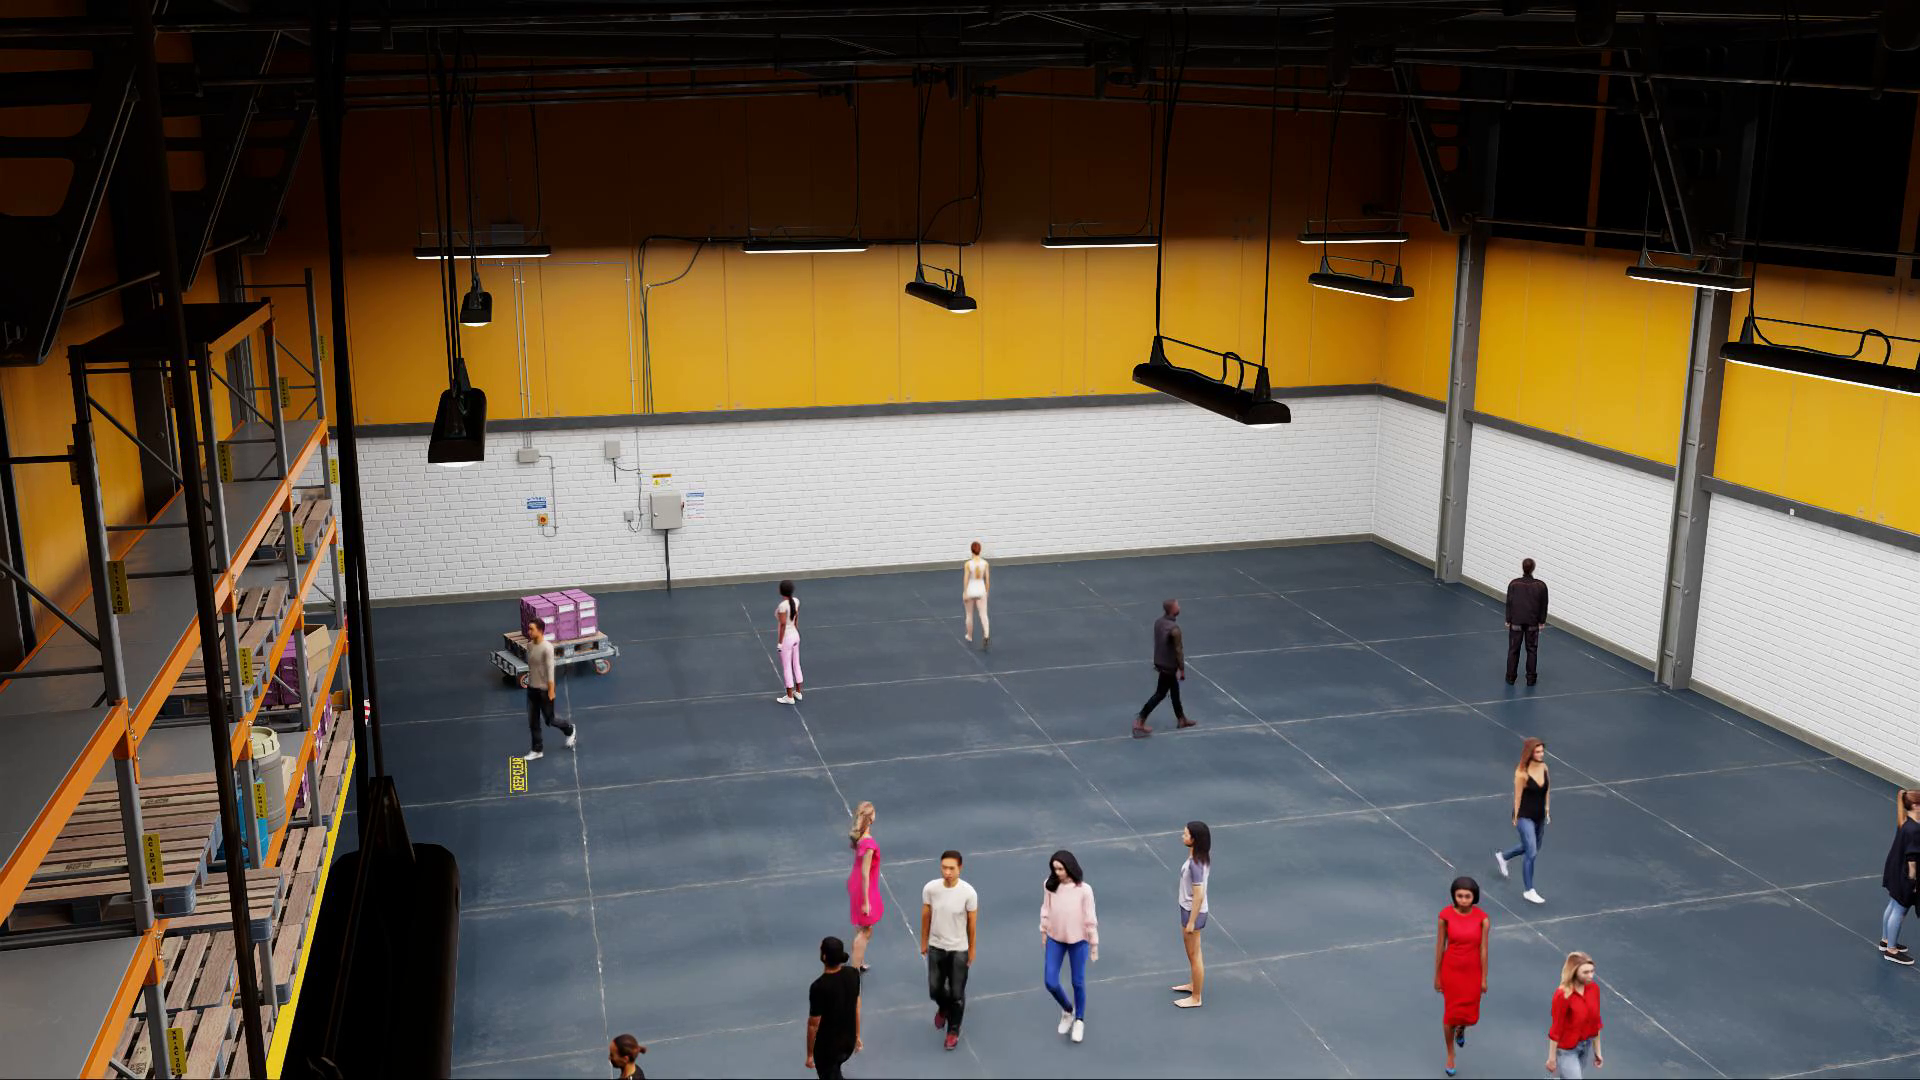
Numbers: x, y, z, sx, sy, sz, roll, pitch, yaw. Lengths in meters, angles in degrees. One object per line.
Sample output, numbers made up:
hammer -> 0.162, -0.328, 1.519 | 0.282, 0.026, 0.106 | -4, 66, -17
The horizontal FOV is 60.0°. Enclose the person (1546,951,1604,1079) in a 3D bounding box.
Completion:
person -> 4.616, 3.879, 12.697 | 0.801, 1.678, 1.120 | -8, 16, -30

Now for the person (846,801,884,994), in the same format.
person -> -0.918, 3.253, 15.253 | 0.802, 1.692, 0.546 | -2, 14, -7

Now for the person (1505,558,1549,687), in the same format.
person -> 8.016, 1.153, 23.612 | 0.803, 1.838, 0.781 | 4, 14, 16

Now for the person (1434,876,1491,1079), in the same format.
person -> 4.157, 3.583, 13.806 | 0.753, 1.731, 0.840 | 3, 14, 12

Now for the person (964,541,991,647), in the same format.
person -> 0.269, 0.842, 25.357 | 0.573, 1.623, 0.946 | -3, 14, -13

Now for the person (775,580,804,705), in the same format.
person -> -2.359, 1.385, 22.864 | 0.717, 1.741, 0.649 | 7, 15, 27

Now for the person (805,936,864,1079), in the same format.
person -> -0.908, 3.864, 12.637 | 1.205, 1.735, 1.031 | 12, 18, 40

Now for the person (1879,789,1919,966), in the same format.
person -> 8.916, 3.148, 15.704 | 0.780, 1.683, 0.693 | 5, 15, 21

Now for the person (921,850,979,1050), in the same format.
person -> -0.057, 3.446, 14.246 | 0.795, 1.790, 0.849 | 3, 14, 12

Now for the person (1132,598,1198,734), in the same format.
person -> 2.607, 1.670, 21.569 | 0.811, 1.795, 1.127 | -4, 14, -18

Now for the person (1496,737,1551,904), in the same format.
person -> 5.792, 2.814, 17.049 | 0.769, 1.699, 1.052 | -8, 16, -31

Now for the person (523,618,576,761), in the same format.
person -> -5.179, 1.845, 20.859 | 1.077, 1.790, 1.097 | 10, 17, 35

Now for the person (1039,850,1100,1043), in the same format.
person -> 0.947, 3.451, 14.323 | 0.827, 1.745, 0.859 | 5, 14, 19

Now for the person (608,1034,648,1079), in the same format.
person -> -2.238, 4.176, 11.490 | 0.646, 1.667, 0.460 | -3, 14, -12

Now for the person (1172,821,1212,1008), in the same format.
person -> 2.091, 3.322, 14.879 | 0.708, 1.734, 0.566 | 1, 14, 6
